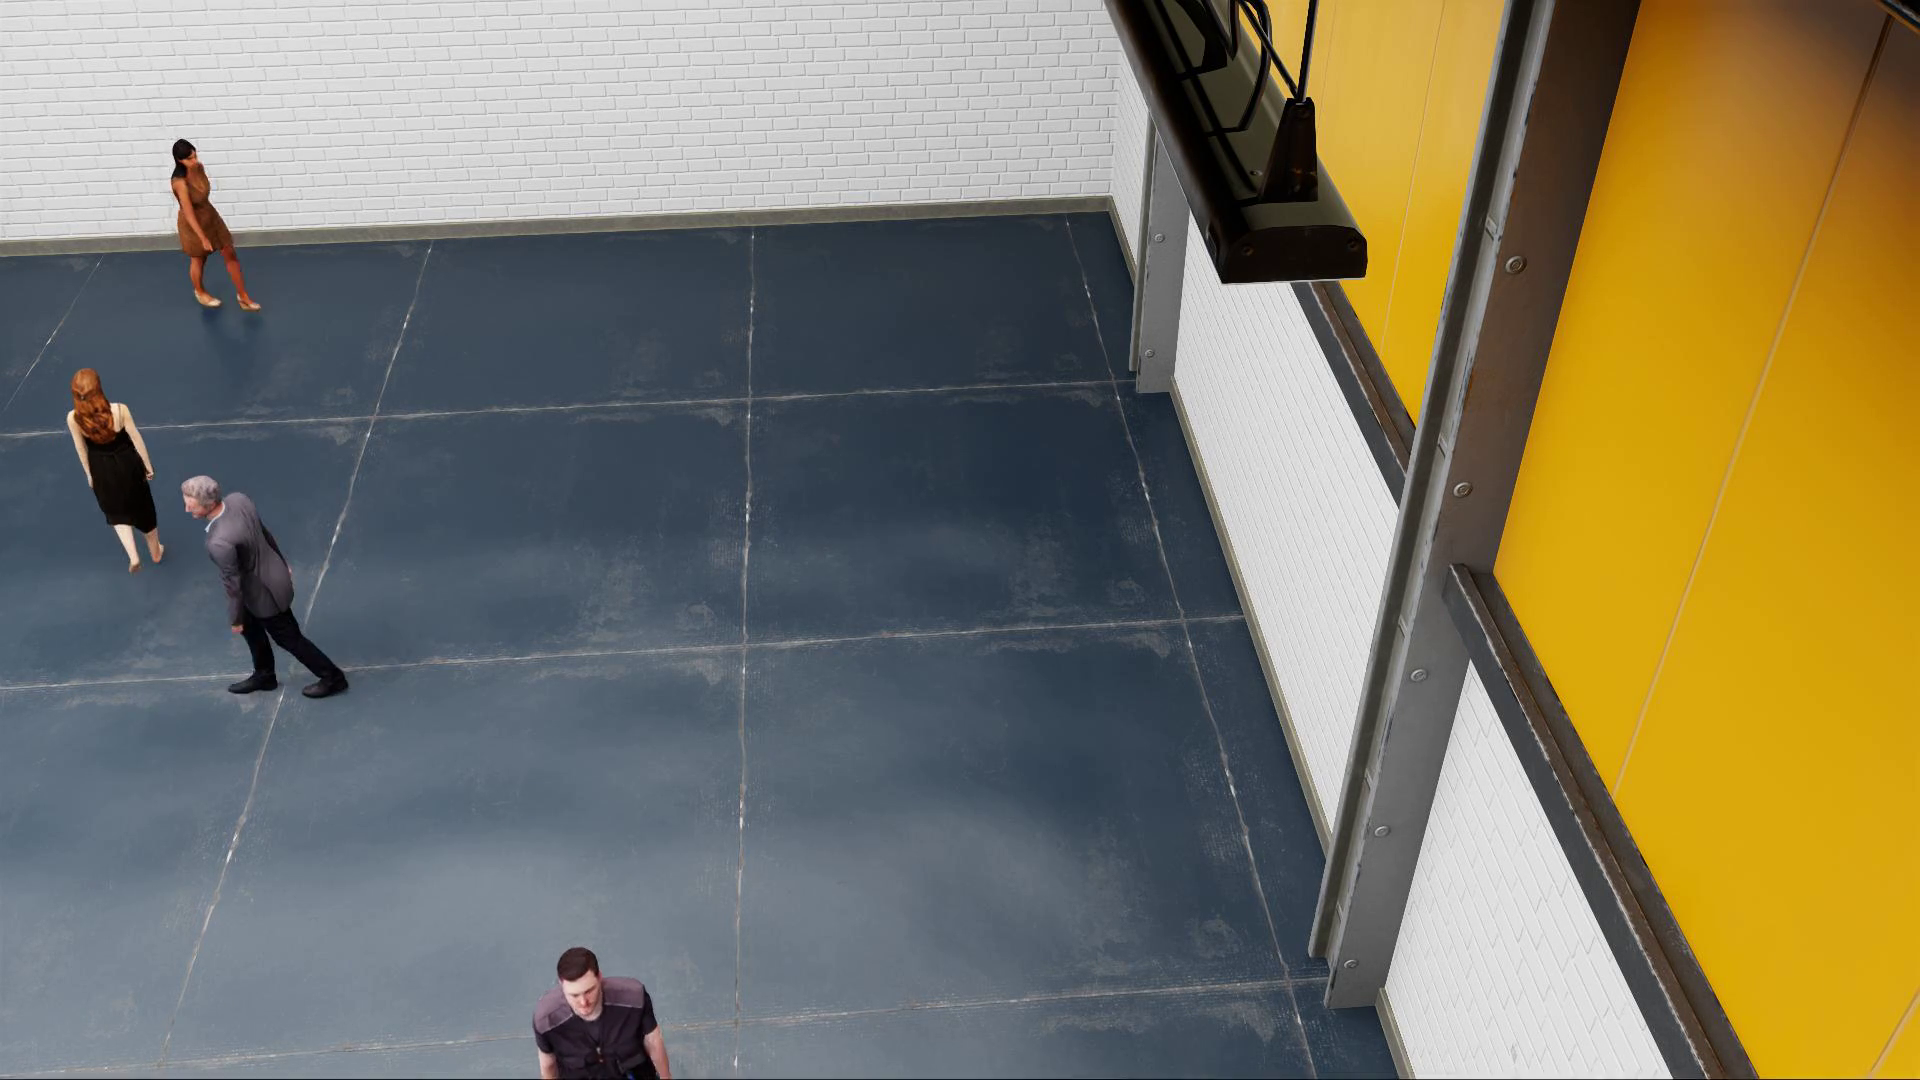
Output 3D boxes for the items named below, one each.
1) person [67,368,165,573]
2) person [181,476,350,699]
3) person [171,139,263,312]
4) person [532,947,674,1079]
[{"bbox_3d":[-5.752,-0.427,11.358,0.714,1.612,0.852,-15,41,-18],"label":"person"},{"bbox_3d":[-4.253,0.292,10.306,0.908,1.800,0.986,-6,39,-7],"label":"person"},{"bbox_3d":[-6.495,-2.660,14.131,0.812,1.640,0.875,5,39,6],"label":"person"},{"bbox_3d":[-1.592,2.432,7.602,0.856,1.831,1.099,-10,40,-12],"label":"person"}]
